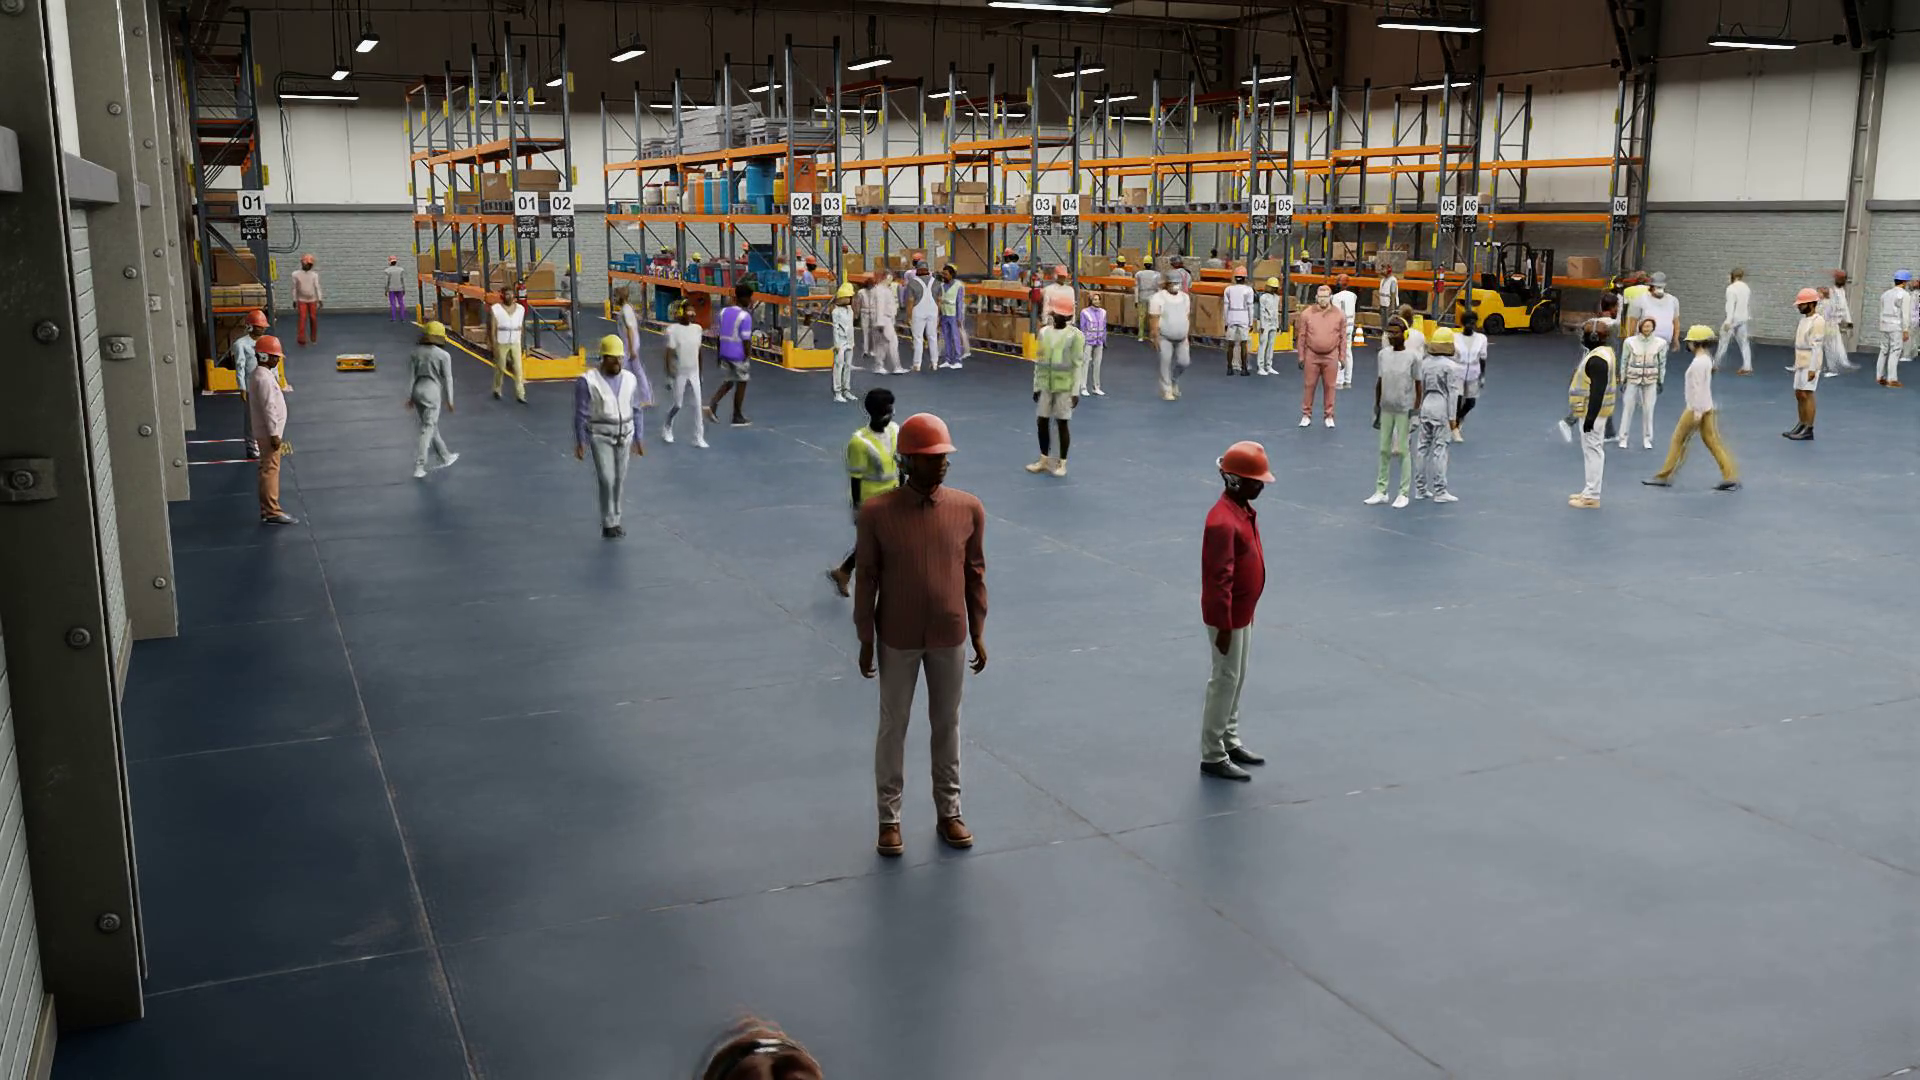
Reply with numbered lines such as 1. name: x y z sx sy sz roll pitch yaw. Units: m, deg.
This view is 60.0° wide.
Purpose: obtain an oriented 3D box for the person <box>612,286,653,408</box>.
1. person: -4.985 -2.816 24.454 0.948 1.798 0.522 -1 11 -6

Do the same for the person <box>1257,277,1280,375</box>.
1. person: 5.541 -3.818 29.718 0.483 1.735 0.311 -9 14 -39

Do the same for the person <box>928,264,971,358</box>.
1. person: -0.178 -4.548 33.086 1.039 1.871 0.592 10 15 43

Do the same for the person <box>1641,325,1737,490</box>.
1. person: 7.729 -1.382 17.385 0.917 1.721 0.535 8 14 35

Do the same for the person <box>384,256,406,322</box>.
1. person: -14.943 -6.634 43.973 0.563 1.753 0.327 -9 14 -37

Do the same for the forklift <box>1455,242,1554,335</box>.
1. forklift: 13.047 -6.049 39.881 2.313 2.155 1.214 -5 12 -23

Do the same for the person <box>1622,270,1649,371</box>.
1. person: 12.308 -3.960 30.181 0.561 1.836 0.380 4 12 21

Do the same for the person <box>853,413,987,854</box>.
1. person: -0.171 0.420 7.506 0.622 1.995 0.376 -3 12 -15

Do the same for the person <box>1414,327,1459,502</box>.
1. person: 4.799 -1.260 16.690 0.312 1.744 0.487 -7 13 -31

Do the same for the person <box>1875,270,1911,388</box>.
1. person: 15.486 -3.492 27.549 0.418 1.939 0.610 -2 11 -8

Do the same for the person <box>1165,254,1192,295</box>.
1. person: 4.485 -4.957 34.725 0.684 2.000 0.535 -10 15 -40

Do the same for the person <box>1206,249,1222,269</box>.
1. person: 7.298 -7.490 48.104 0.513 1.846 0.545 -5 12 -22

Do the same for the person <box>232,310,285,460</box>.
1. person: -8.223 -1.818 19.528 0.349 1.744 0.564 6 13 28

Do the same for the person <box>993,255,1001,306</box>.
1. person: 1.112 -7.680 49.617 0.287 1.627 0.501 -5 12 -24

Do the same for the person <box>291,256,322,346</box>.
1. person: -14.311 -5.229 36.417 0.652 1.932 0.662 10 15 42

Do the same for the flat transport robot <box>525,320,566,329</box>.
1. flat transport robot: -10.429 -5.304 40.996 1.431 0.197 0.652 -6 13 -27

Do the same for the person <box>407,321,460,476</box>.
1. person: -5.848 -1.569 18.429 0.490 1.677 0.960 3 12 17

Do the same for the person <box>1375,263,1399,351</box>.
1. person: 8.943 -4.853 34.731 0.388 1.837 0.560 -2 11 -12

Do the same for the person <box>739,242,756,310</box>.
1. person: -6.304 -7.854 49.491 0.609 2.031 0.409 3 12 15

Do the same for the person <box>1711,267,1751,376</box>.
1. person: 13.729 -3.881 29.596 0.660 1.901 0.961 -7 13 -31

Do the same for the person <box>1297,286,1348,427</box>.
1. person: 4.874 -2.466 22.408 0.652 1.906 0.402 2 11 12

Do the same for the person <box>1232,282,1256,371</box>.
1. person: 5.244 -3.889 30.350 0.545 1.616 0.537 1 11 4

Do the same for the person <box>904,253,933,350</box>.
1. person: -0.876 -5.009 34.986 0.613 2.039 0.393 -1 11 -4

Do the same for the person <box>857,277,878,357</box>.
1. person: -1.797 -4.441 33.218 0.530 1.592 0.847 -1 11 -4

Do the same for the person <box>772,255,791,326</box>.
1. person: -4.300 -5.956 40.247 0.681 1.873 0.786 -5 12 -24

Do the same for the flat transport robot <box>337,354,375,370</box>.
1. flat transport robot: -11.231 -3.319 30.912 0.652 0.197 1.431 -4 12 -18

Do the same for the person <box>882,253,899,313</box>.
1. person: -2.121 -7.343 47.630 0.831 1.719 0.533 4 12 20

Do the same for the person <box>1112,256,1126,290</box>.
1. person: 4.176 -6.543 43.517 0.350 1.758 0.522 -5 12 -25

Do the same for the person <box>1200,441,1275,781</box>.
1. person: 1.413 0.354 8.497 0.348 1.740 0.575 4 12 20

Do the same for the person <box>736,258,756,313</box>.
1. person: -6.182 -7.356 48.067 0.834 1.571 0.573 -9 14 -38

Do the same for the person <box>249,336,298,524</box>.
1. person: -6.403 -1.021 15.476 0.338 1.742 0.562 -7 13 -30

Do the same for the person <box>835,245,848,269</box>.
1. person: -3.606 -8.207 51.694 0.591 1.873 0.371 6 12 27

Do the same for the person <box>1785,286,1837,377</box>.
1. person: 15.108 -3.669 29.313 0.858 1.593 0.521 1 11 3

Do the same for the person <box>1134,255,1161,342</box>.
1. person: 4.191 -5.380 37.157 0.590 1.929 0.366 2 11 12

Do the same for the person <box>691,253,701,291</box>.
1. person: -7.394 -7.188 46.766 0.329 1.765 0.533 5 12 26
